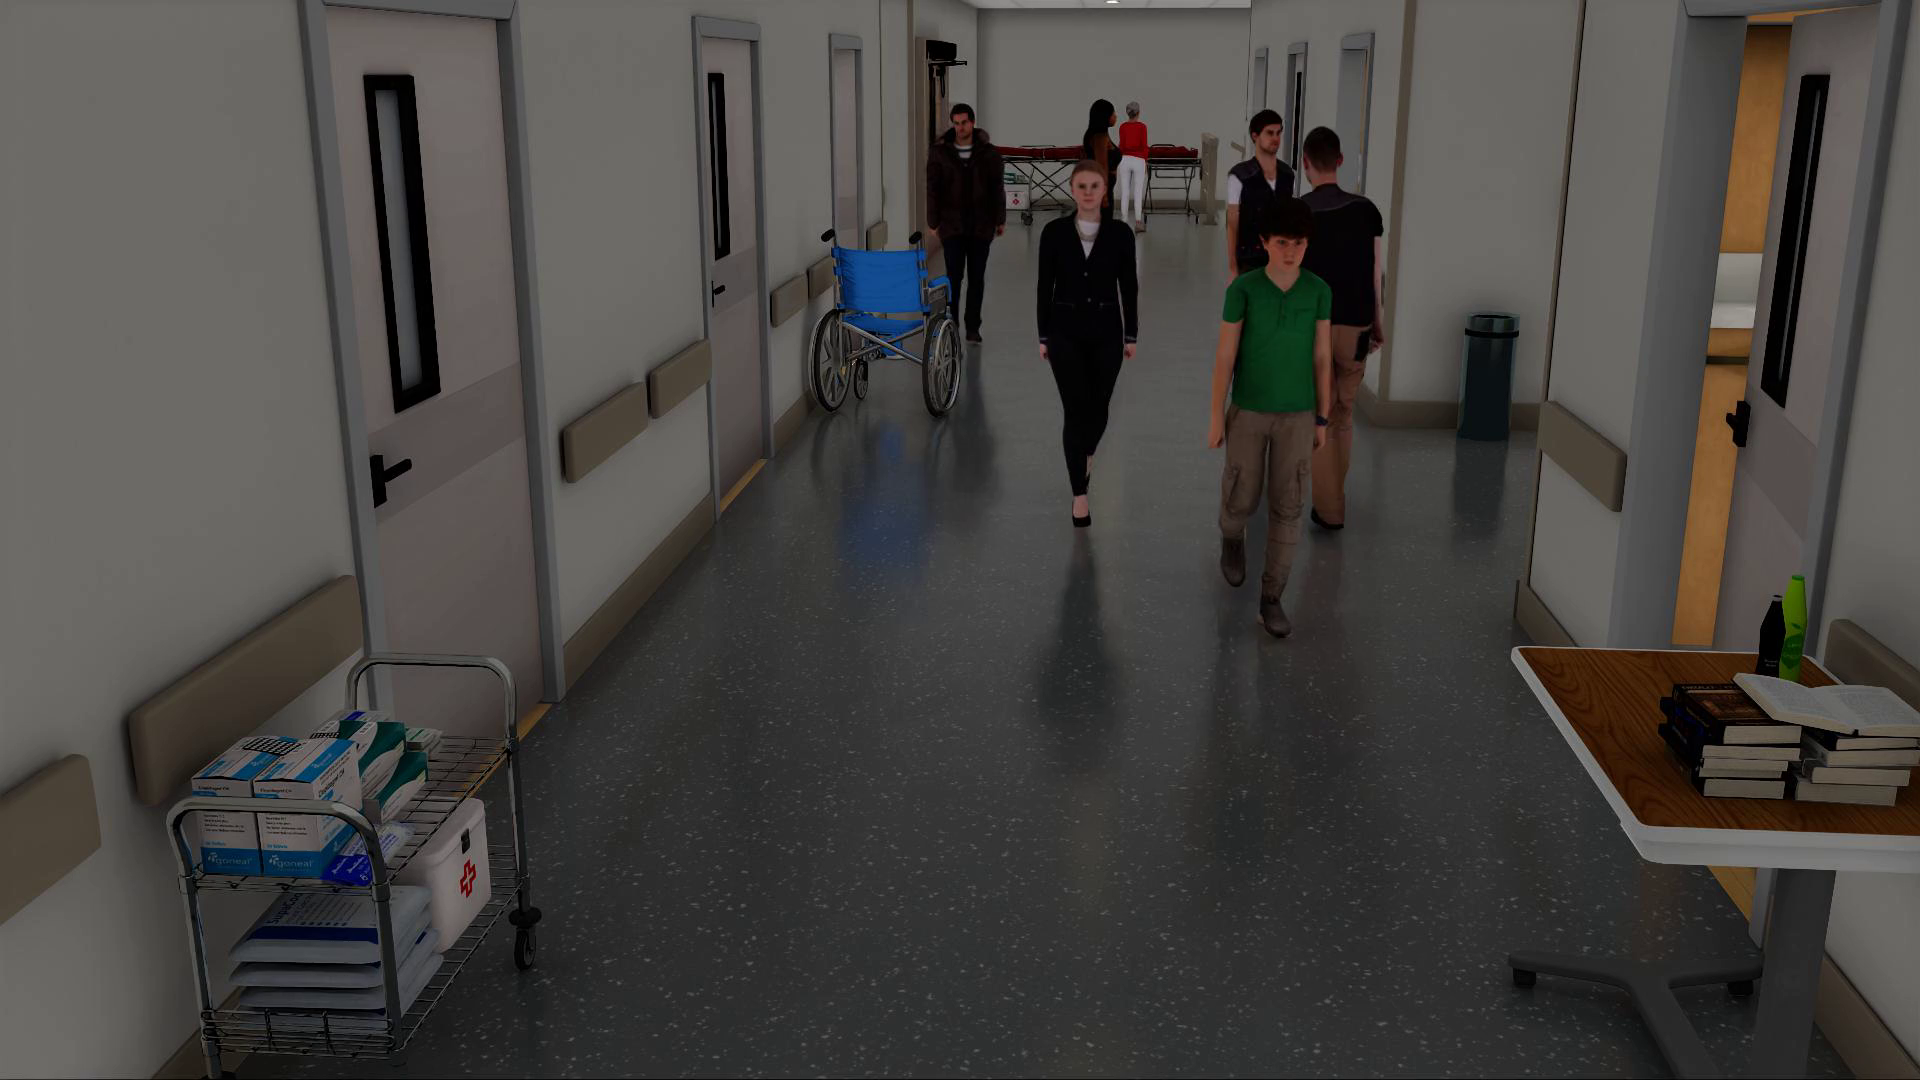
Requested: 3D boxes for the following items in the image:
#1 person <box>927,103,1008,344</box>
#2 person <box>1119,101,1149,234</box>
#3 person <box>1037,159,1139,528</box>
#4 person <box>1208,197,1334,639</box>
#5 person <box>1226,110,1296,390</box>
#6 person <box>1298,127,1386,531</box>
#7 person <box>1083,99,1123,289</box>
[{"bbox_3d":[0.035,-2.463,12.995,0.838,1.825,0.811,-3,16,-9],"label":"person"},{"bbox_3d":[2.292,-4.947,22.050,0.599,1.694,0.617,6,17,19],"label":"person"},{"bbox_3d":[0.594,-0.925,7.855,0.689,1.655,1.066,0,16,-1],"label":"person"},{"bbox_3d":[1.167,-0.478,6.323,0.637,1.626,0.933,0,16,2],"label":"person"},{"bbox_3d":[1.797,-1.695,10.247,0.797,1.839,0.861,-6,17,-20],"label":"person"},{"bbox_3d":[1.703,-0.931,7.600,0.845,1.806,1.071,-2,16,-6],"label":"person"},{"bbox_3d":[1.362,-3.408,16.367,0.777,1.815,0.639,-2,16,-8],"label":"person"}]
